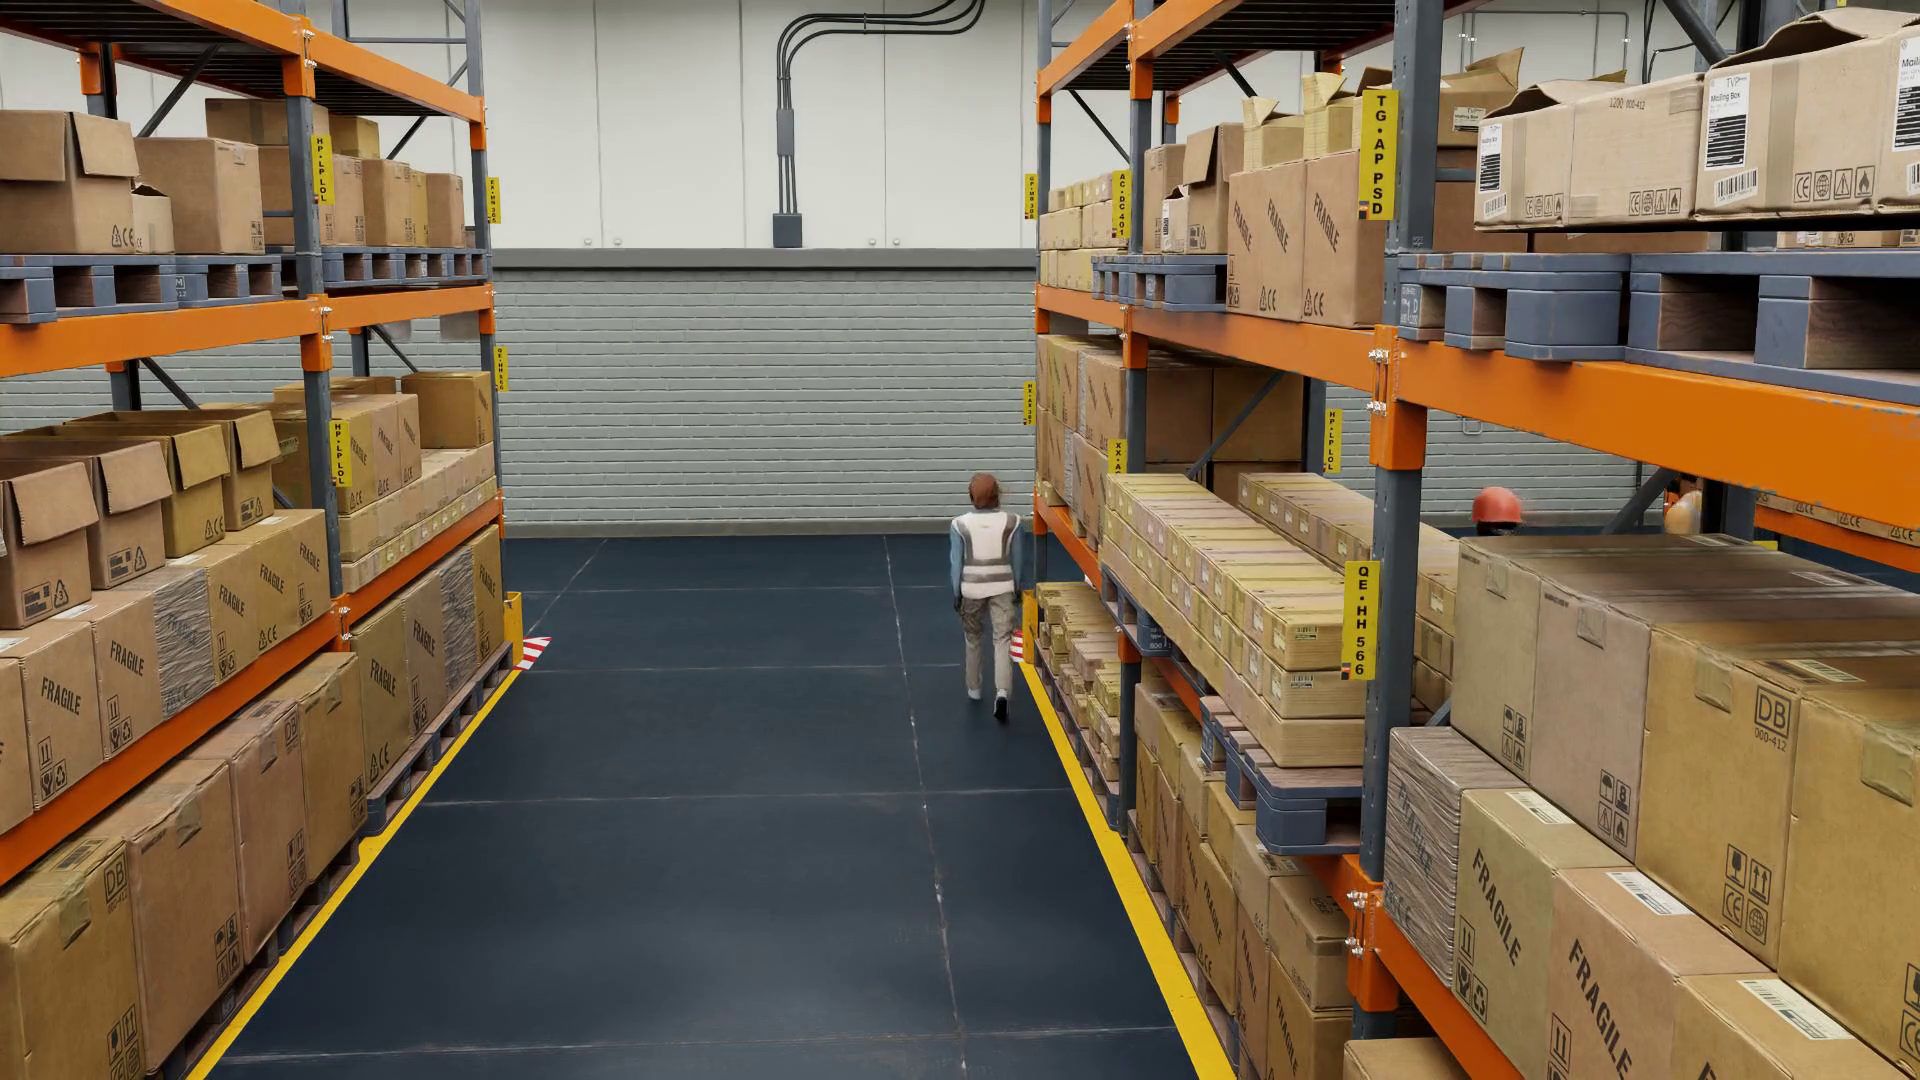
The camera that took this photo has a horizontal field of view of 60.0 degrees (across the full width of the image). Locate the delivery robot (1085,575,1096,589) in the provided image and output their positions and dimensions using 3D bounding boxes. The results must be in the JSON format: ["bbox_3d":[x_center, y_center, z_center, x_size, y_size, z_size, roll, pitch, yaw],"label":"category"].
[{"bbox_3d":[1.358,0.408,13.637,0.477,0.478,0.707,-9,13,-42],"label":"delivery robot"}]

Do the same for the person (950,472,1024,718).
[{"bbox_3d":[0.185,0.356,11.112,0.506,1.611,0.788,0,10,-1],"label":"person"}]

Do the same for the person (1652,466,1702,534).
[{"bbox_3d":[4.569,0.347,10.298,0.570,1.907,0.666,-7,12,-37],"label":"person"}]

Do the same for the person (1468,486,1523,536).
[{"bbox_3d":[2.631,0.673,8.389,0.574,1.897,0.909,-1,10,-7],"label":"person"}]
